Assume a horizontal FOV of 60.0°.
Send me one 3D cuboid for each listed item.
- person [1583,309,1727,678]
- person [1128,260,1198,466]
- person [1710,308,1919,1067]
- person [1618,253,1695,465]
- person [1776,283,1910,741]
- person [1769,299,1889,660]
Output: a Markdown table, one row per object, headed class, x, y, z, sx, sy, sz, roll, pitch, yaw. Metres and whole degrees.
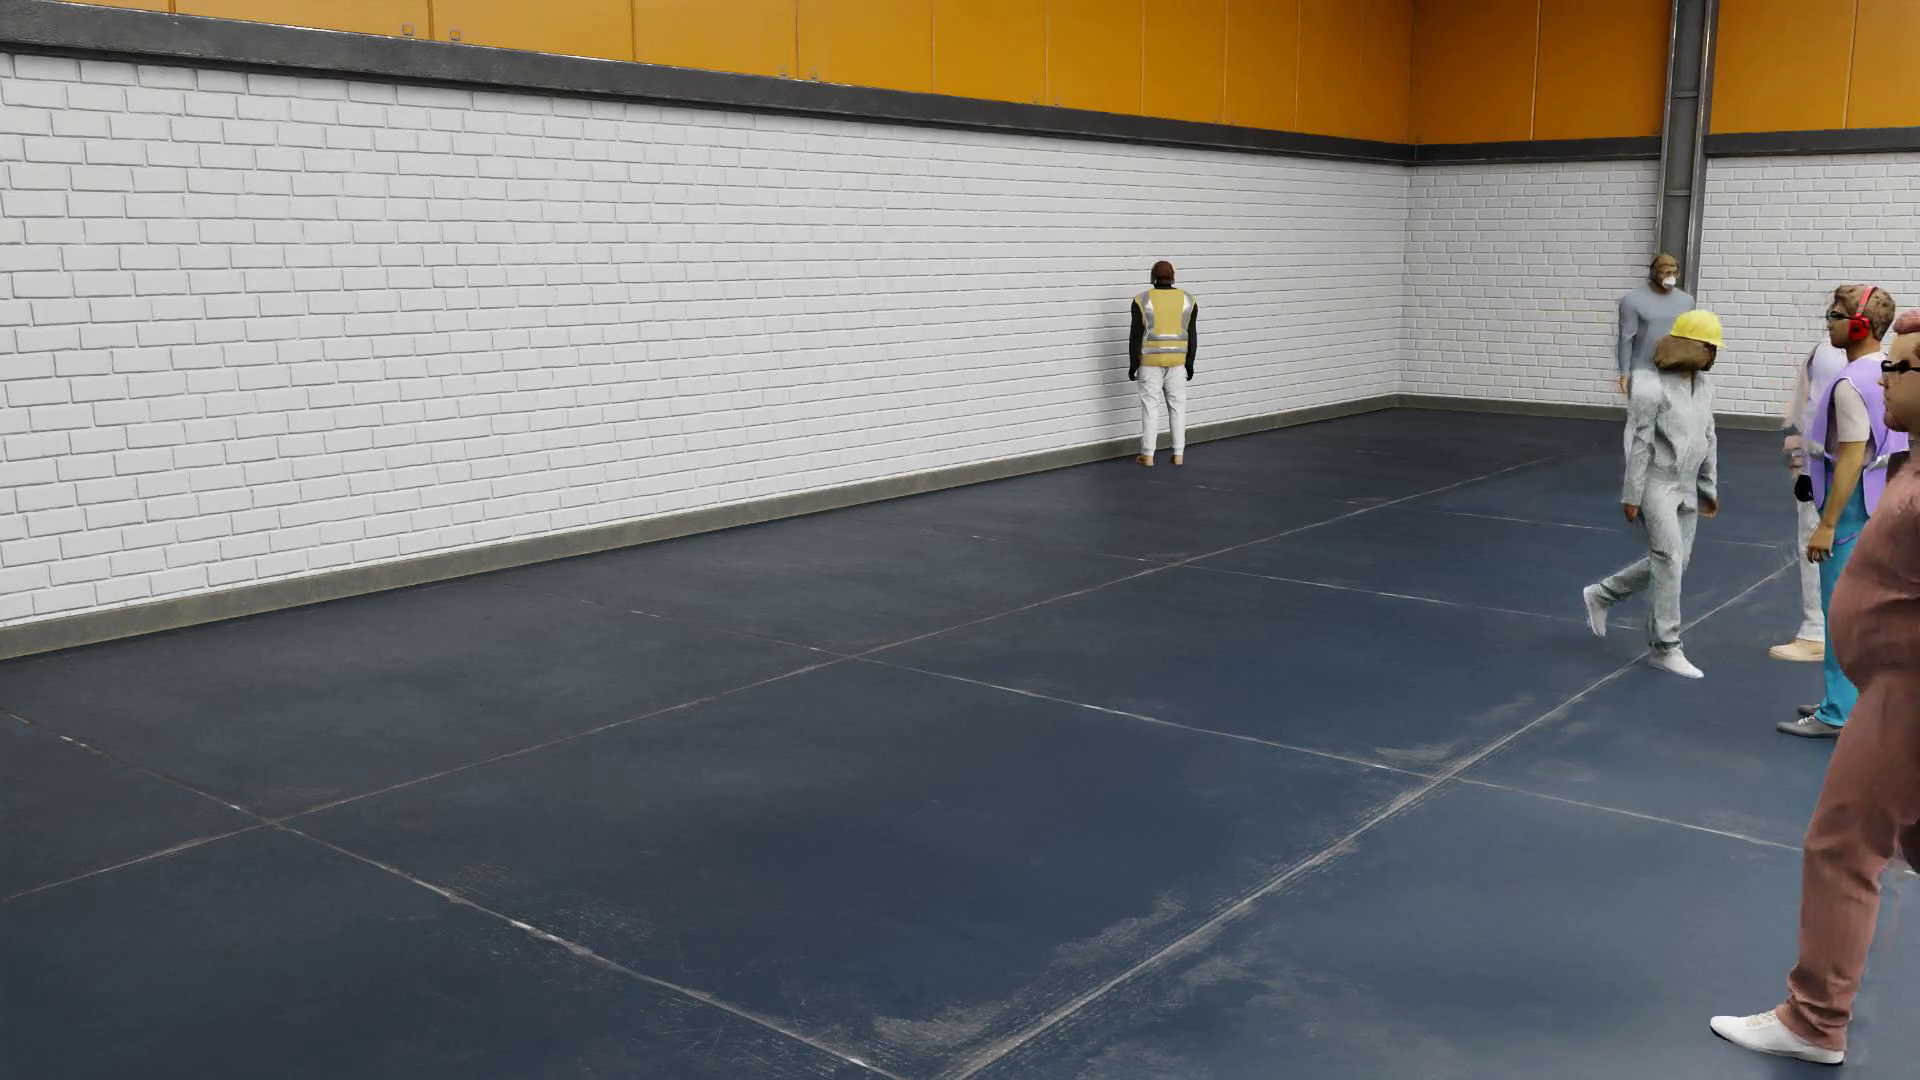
| class | x | y | z | sx | sy | sz | roll | pitch | yaw |
| --- | --- | --- | --- | --- | --- | --- | --- | --- | --- |
| person | 3.302 | -0.245 | 7.908 | 0.502 | 1.712 | 0.687 | -6 | 12 | -31 |
| person | 1.815 | -1.588 | 14.986 | 0.634 | 1.840 | 0.429 | -2 | 10 | -10 |
| person | 2.344 | 0.394 | 3.912 | 0.836 | 1.878 | 0.641 | 8 | 13 | 37 |
| person | 5.661 | -1.369 | 13.579 | 0.631 | 1.918 | 0.564 | 0 | 10 | 3 |
| person | 3.612 | -0.102 | 6.721 | 0.389 | 1.850 | 0.563 | 9 | 14 | 42 |
| person | 4.218 | -0.309 | 8.030 | 0.693 | 1.810 | 0.436 | -10 | 14 | -43 |
